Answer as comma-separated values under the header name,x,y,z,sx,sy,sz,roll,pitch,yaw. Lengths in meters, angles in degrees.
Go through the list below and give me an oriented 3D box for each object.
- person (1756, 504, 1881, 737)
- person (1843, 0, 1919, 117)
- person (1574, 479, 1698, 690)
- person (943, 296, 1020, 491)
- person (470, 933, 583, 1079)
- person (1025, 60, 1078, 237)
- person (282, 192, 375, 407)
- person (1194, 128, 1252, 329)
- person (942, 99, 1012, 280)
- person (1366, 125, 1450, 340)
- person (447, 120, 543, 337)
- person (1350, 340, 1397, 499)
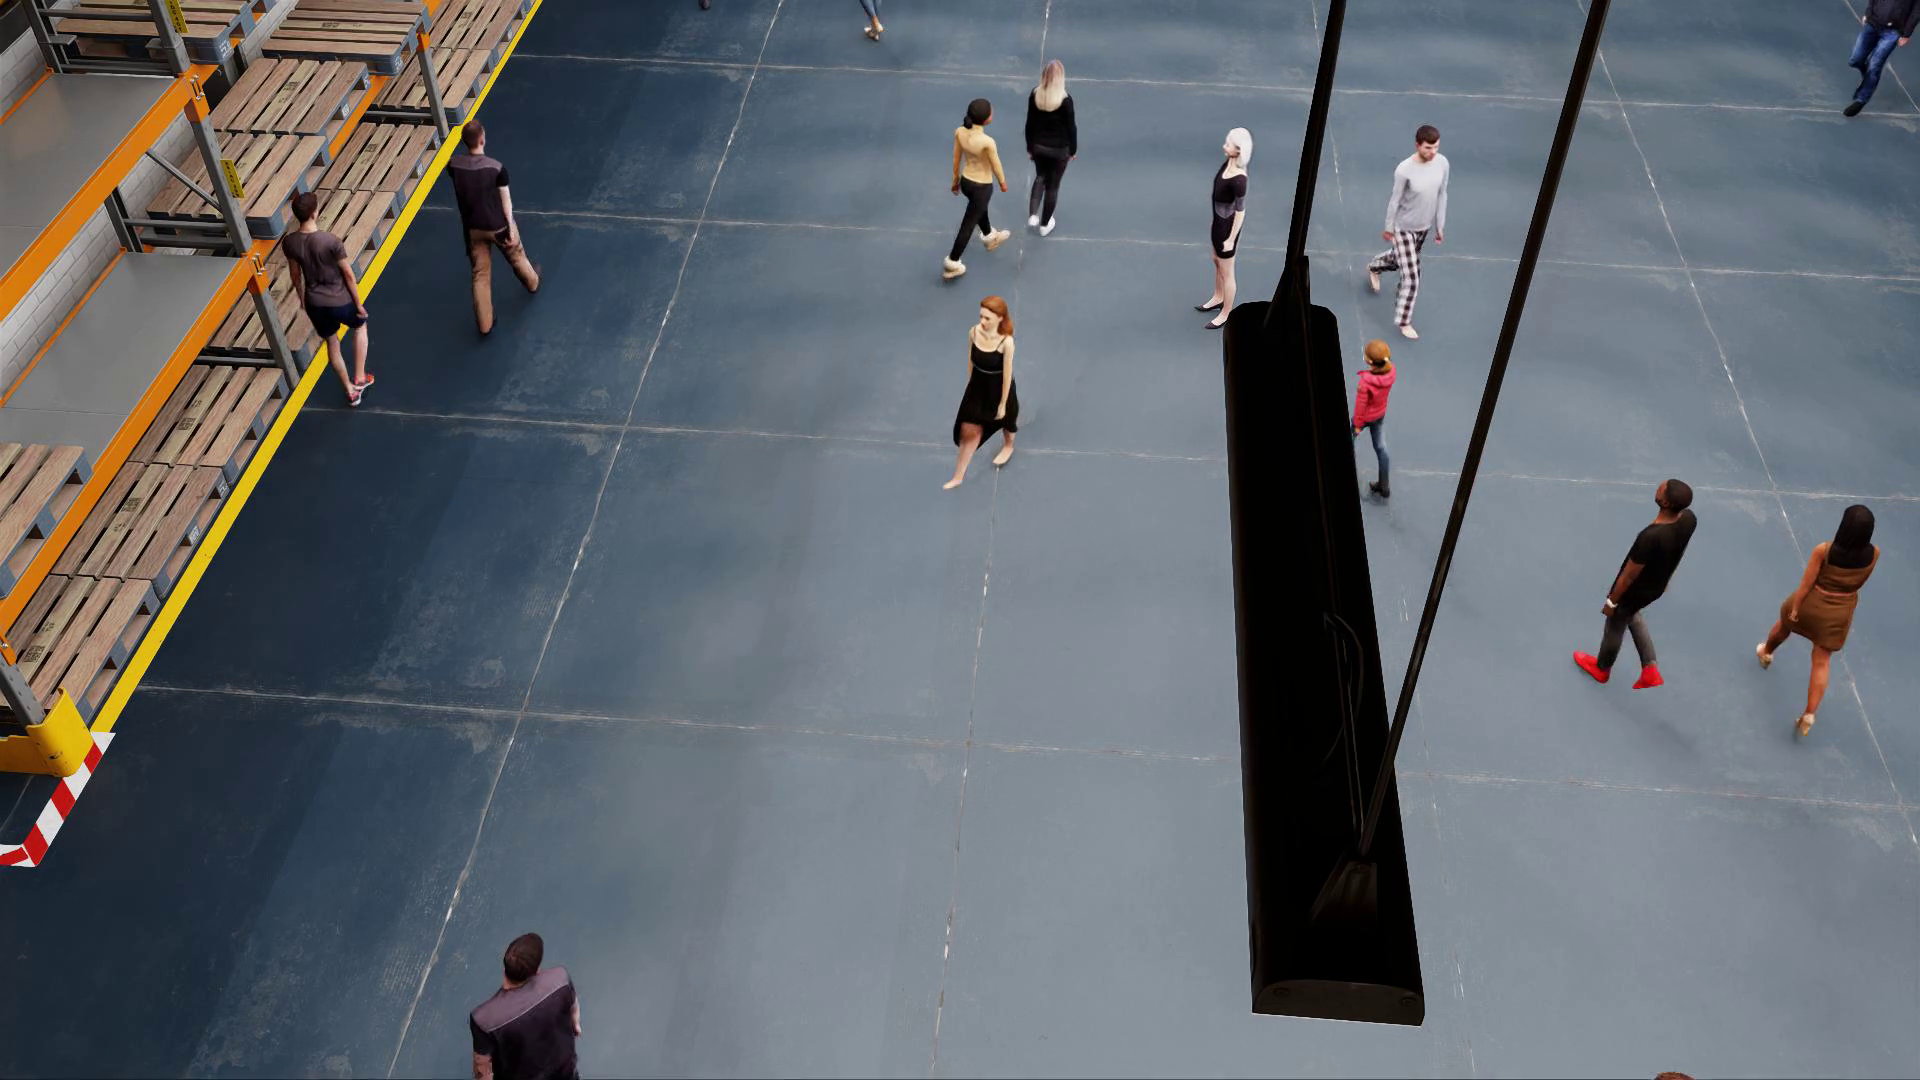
name,x,y,z,sx,sy,sz,roll,pitch,yaw
person,5.522,0.514,10.602,0.640,1.650,1.100,7,44,8
person,9.143,-5.061,16.300,0.999,1.862,0.942,-27,50,-26
person,4.428,0.353,10.666,0.923,1.795,1.011,-23,48,-22
person,0.296,-1.156,12.399,0.852,1.589,1.101,22,48,21
person,-2.127,2.647,8.242,1.036,1.817,0.925,26,49,24
person,0.762,-3.393,14.688,0.713,1.670,0.746,19,47,19
person,-4.901,-1.790,12.884,0.714,1.838,0.686,-2,44,-2
person,2.195,-2.567,13.705,0.692,1.830,0.517,-6,44,-6
person,0.085,-2.979,14.296,1.046,1.612,1.137,34,53,30
person,3.708,-2.653,13.816,0.984,1.803,1.247,-16,46,-16
person,-3.934,-2.529,13.693,0.682,1.792,1.155,4,44,4
person,3.094,-0.883,12.333,0.831,1.285,0.991,-20,47,-20
